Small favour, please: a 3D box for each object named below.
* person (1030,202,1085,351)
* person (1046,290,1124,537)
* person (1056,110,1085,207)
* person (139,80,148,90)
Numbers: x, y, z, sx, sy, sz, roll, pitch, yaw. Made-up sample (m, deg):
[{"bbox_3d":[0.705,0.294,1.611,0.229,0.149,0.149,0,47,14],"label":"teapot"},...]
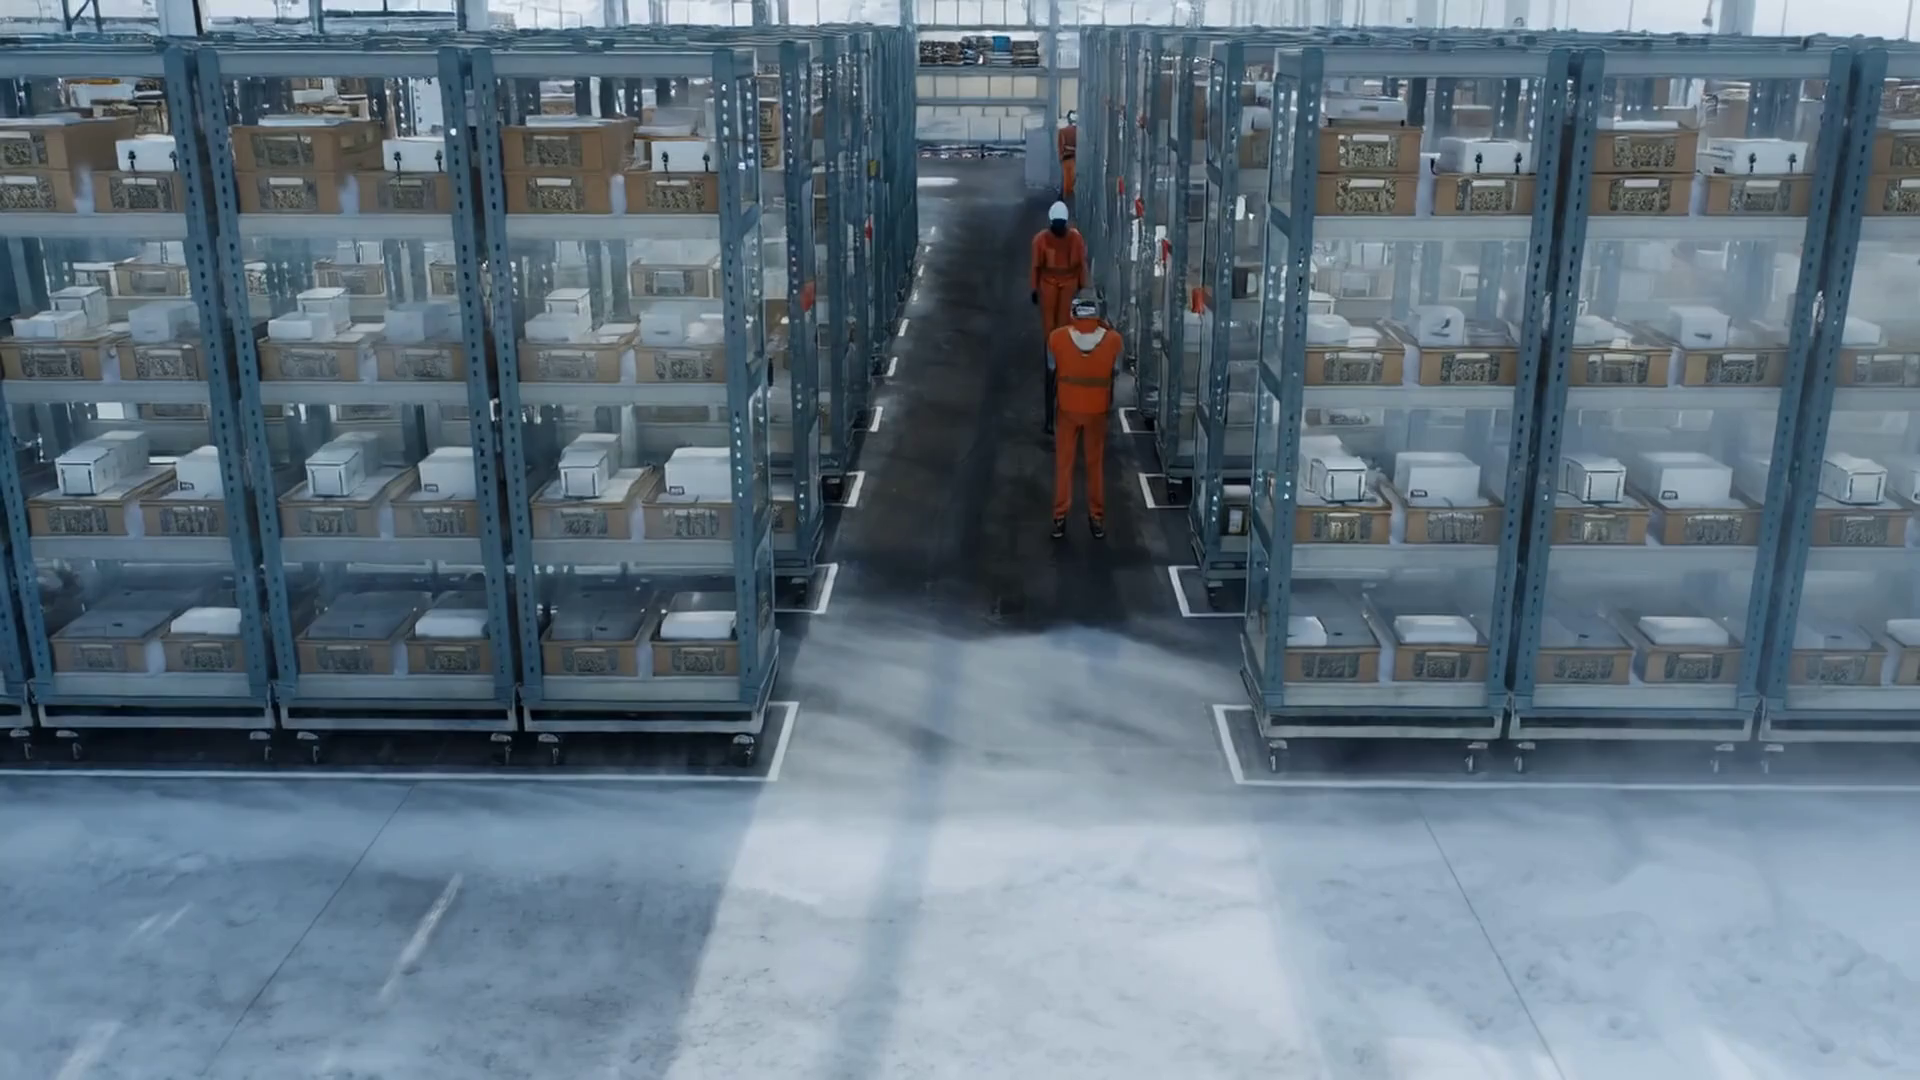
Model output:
[{"bbox_3d":[1.088,-2.785,18.272,0.626,1.805,0.778,-2,17,-5],"label":"person"},{"bbox_3d":[0.917,-0.942,12.338,0.563,1.847,0.390,1,17,3],"label":"person"},{"bbox_3d":[2.271,-7.795,34.012,0.606,1.947,0.406,6,18,18],"label":"person"},{"bbox_3d":[-26.028,-13.774,53.246,0.429,1.844,0.624,4,18,13],"label":"person"}]
